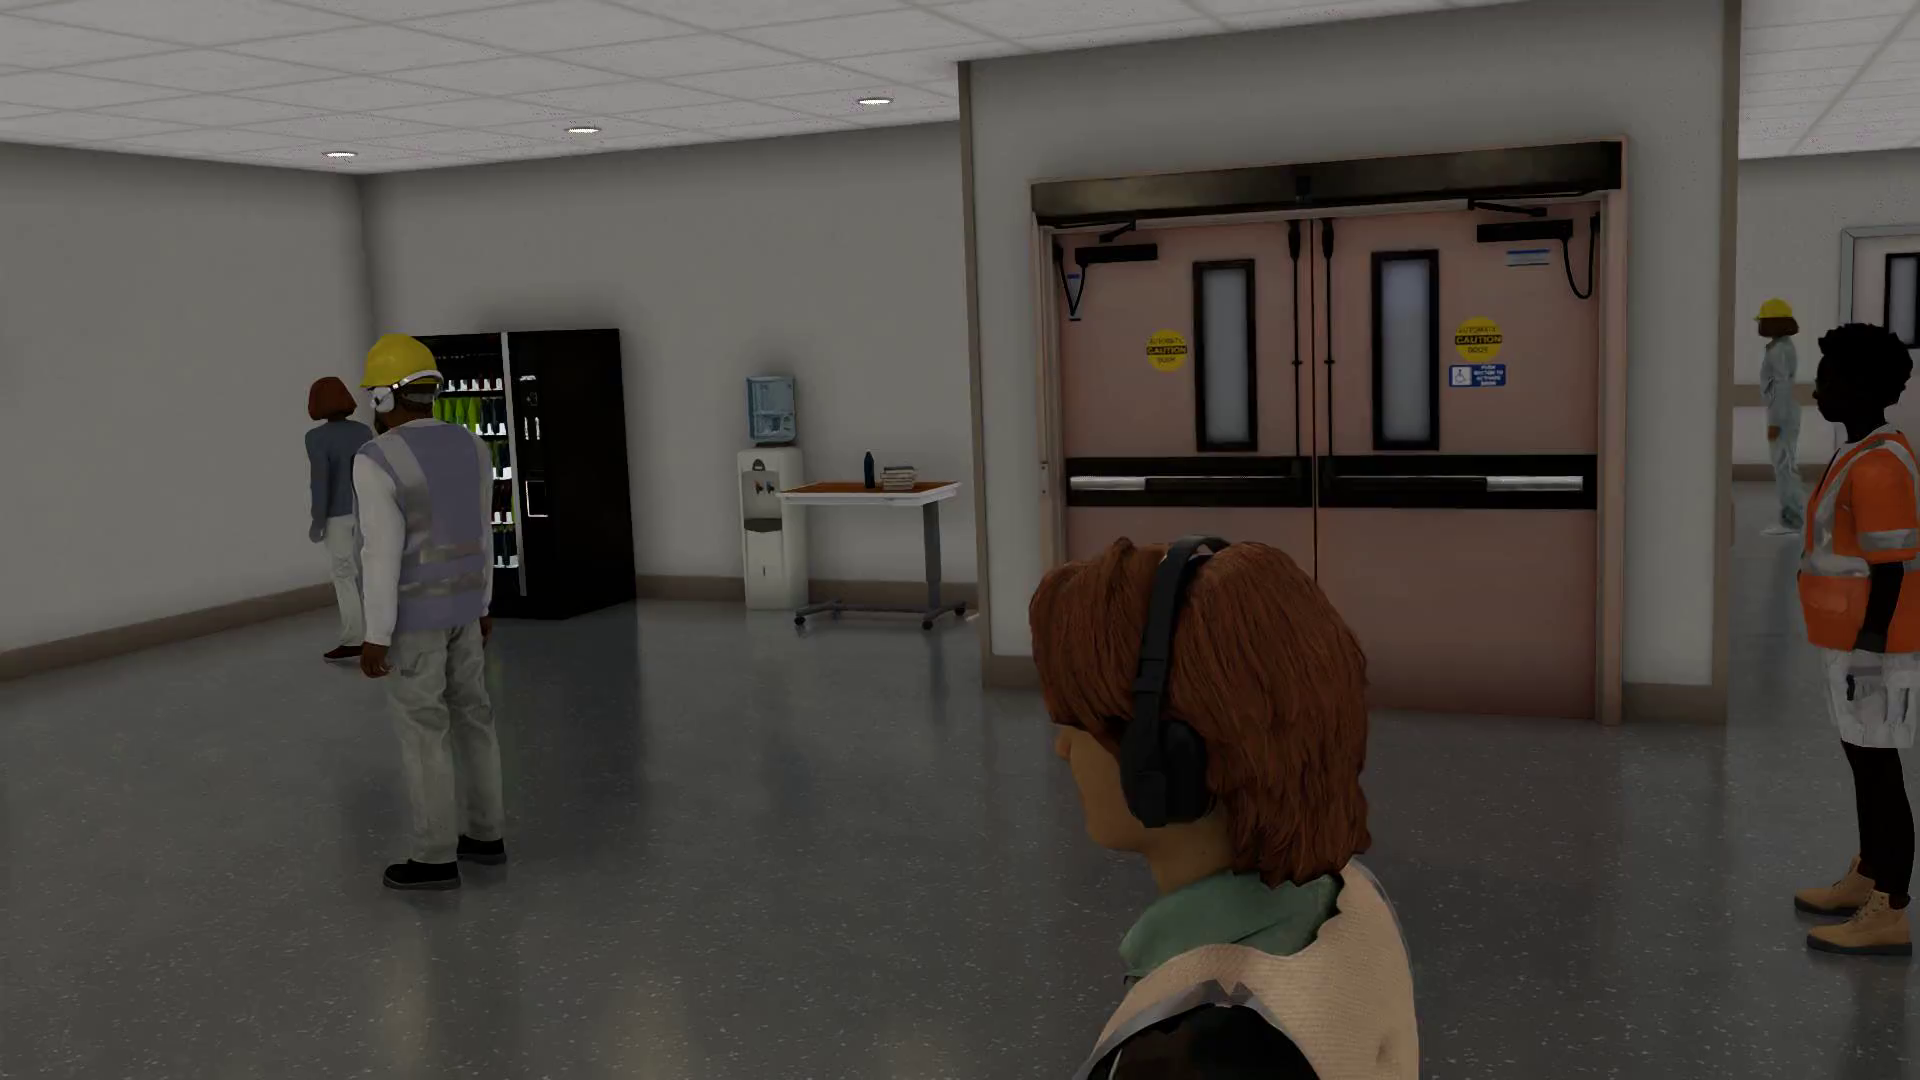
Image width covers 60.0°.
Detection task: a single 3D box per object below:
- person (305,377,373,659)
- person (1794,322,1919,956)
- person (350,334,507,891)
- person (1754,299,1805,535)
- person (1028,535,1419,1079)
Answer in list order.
[{"bbox_3d":[-3.556,-0.126,9.609,0.268,1.630,0.507,1,8,23],"label":"person"},{"bbox_3d":[2.440,0.264,4.503,0.317,1.695,0.540,1,8,23],"label":"person"},{"bbox_3d":[-1.775,0.235,5.513,0.404,1.829,0.600,1,8,23],"label":"person"},{"bbox_3d":[6.005,-0.889,12.176,0.378,1.731,0.505,2,9,30],"label":"person"},{"bbox_3d":[0.214,0.808,1.228,0.310,1.638,0.522,1,8,23],"label":"person"}]
